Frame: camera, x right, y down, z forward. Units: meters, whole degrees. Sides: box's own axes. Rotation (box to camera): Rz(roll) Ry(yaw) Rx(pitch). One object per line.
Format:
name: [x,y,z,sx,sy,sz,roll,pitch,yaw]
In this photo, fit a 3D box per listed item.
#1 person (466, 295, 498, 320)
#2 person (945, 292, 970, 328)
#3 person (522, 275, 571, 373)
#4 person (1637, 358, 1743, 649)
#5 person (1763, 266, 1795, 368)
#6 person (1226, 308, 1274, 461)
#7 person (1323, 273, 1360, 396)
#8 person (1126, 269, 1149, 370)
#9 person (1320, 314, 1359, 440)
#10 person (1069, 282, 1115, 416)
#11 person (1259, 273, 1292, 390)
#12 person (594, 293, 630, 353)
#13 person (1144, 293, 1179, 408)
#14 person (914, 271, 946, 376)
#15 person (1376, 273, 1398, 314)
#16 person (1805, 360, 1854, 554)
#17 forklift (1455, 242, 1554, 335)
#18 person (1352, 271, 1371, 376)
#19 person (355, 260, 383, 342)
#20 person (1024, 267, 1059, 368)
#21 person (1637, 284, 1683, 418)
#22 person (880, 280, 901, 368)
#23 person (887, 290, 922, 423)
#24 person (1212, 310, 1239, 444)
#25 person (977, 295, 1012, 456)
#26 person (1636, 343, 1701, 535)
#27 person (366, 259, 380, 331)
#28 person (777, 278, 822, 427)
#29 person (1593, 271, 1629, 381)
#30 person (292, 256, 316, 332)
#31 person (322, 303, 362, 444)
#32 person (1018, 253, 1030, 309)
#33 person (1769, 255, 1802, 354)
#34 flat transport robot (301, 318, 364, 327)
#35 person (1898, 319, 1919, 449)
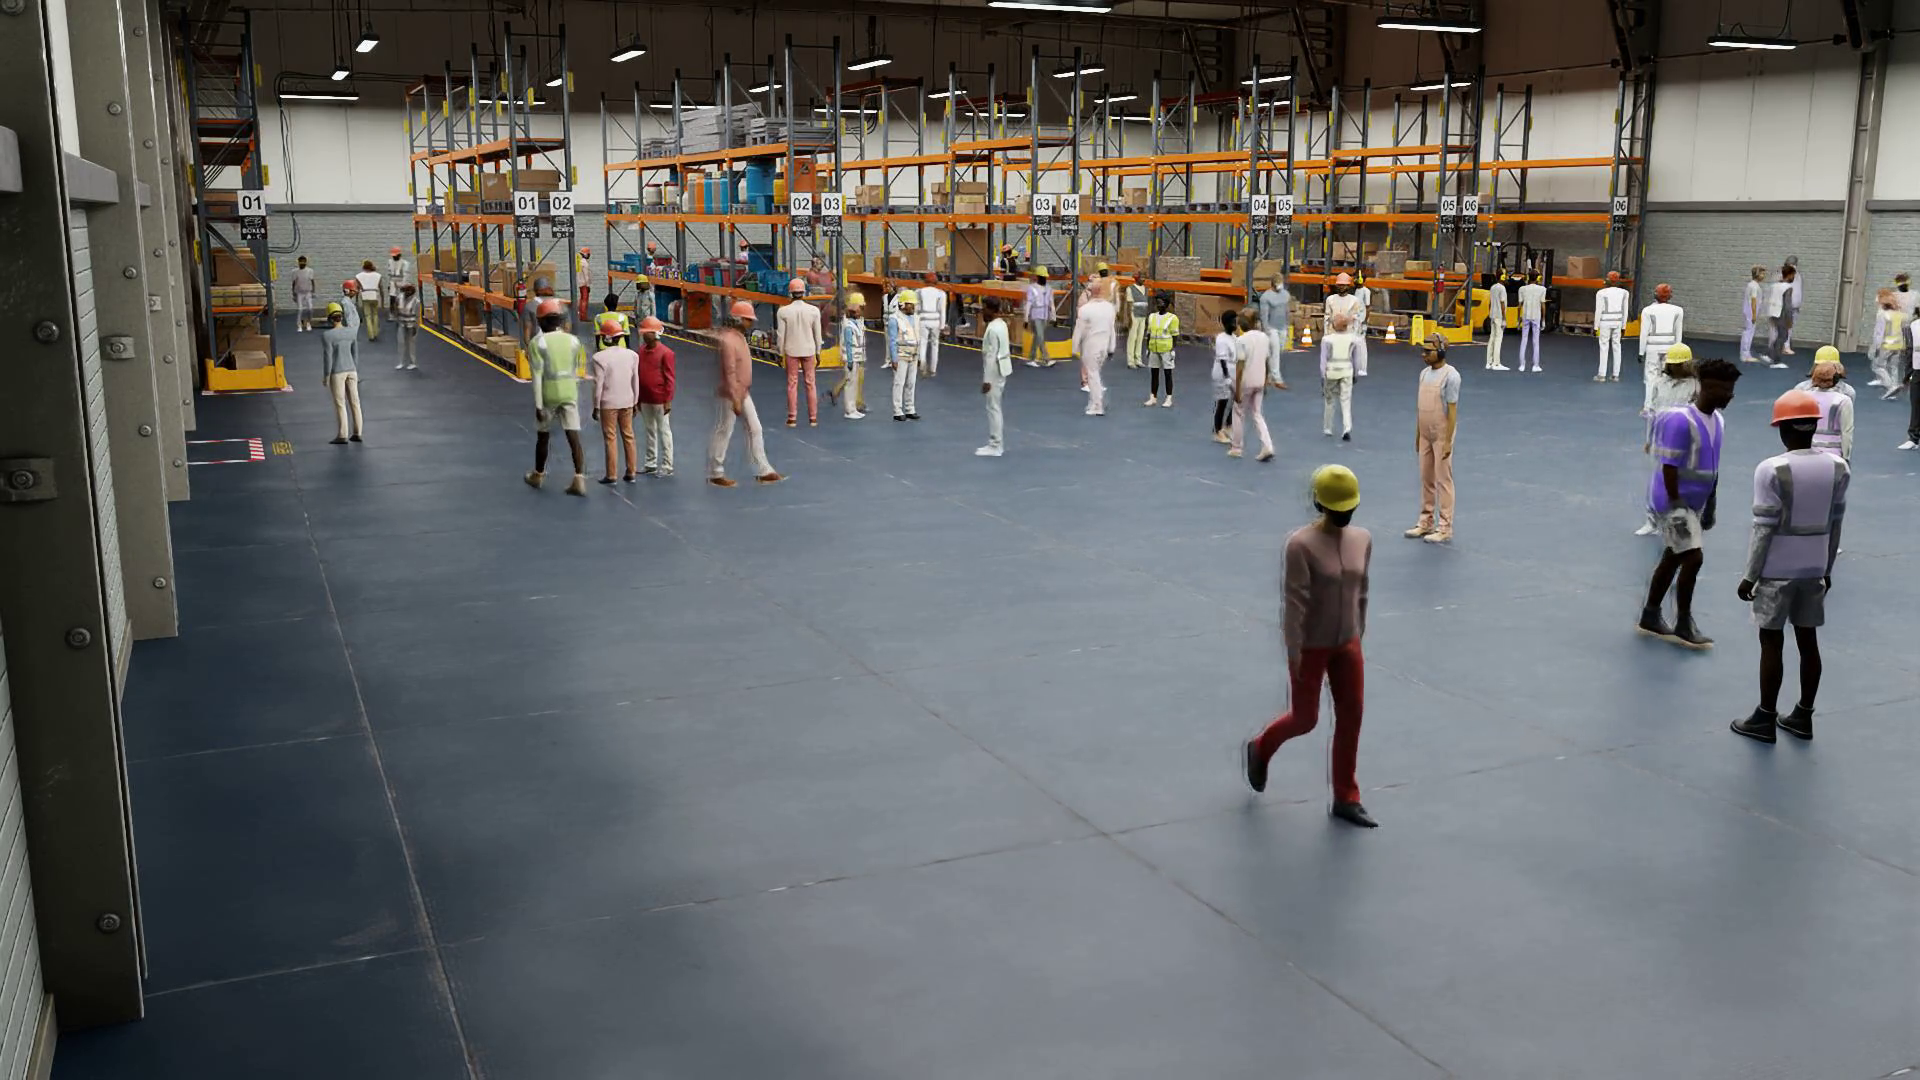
person: [-12.877,-6.772,44.342,0.976,1.889,0.572,2,11,11]
person: [-0.110,-6.171,41.494,0.593,1.815,0.991,6,13,30]
person: [-5.831,-2.763,23.572,0.708,2.000,0.741,-9,14,-39]
person: [4.886,-0.242,11.043,0.633,1.925,0.737,-9,14,-39]
person: [15.300,-4.140,30.924,0.457,1.899,0.614,1,11,3]
person: [3.371,-1.807,19.363,0.560,1.787,0.760,-7,13,-30]
person: [5.991,-3.226,26.176,0.545,1.942,0.354,5,12,22]
person: [3.279,-4.082,30.793,0.389,1.838,0.563,10,15,41]
person: [4.867,-2.097,21.315,0.520,1.599,0.860,0,11,1]
person: [1.844,-2.735,23.811,0.670,1.881,0.706,-9,14,-38]
person: [5.243,-3.434,27.373,0.673,1.910,0.779,-6,13,-30]
person: [-5.144,-2.798,24.635,0.554,1.695,0.317,1,11,4]
person: [2.992,-2.814,24.709,0.532,1.697,0.319,9,14,37]
person: [-0.536,-3.780,29.205,0.603,1.863,0.754,0,11,2]
person: [11.430,-6.711,44.268,0.866,1.796,0.596,11,15,43]
person: [7.282,-0.695,14.084,0.308,1.641,0.514,-8,13,-34]
forklift: [13.047,-6.049,39.881,2.313,2.155,1.214,-5,12,-23]
person: [7.085,-3.845,29.529,0.329,1.865,0.518,-2,11,-11]
person: [-13.356,-5.399,37.550,0.597,1.802,0.901,-6,13,-30]
person: [1.551,-4.129,30.919,0.615,1.873,0.968,-9,14,-39]
person: [9.854,-2.657,23.440,0.575,1.882,0.360,1,11,3]
person: [-1.251,-3.990,30.833,0.524,1.639,0.308,8,14,34]
person: [-0.741,-2.537,22.972,0.403,1.826,0.591,9,14,38]
person: [3.358,-2.027,20.746,0.403,1.676,0.542,7,13,33]
person: [0.409,-1.957,19.815,0.417,1.912,0.604,2,11,9]
person: [6.307,-0.873,14.733,0.302,1.741,0.485,-10,15,-42]
person: [-14.387,-5.977,40.663,0.290,1.745,0.487,-4,12,-19]
person: [-2.171,-2.529,22.494,0.609,1.997,0.374,-3,11,-13]
person: [11.156,-3.663,28.551,0.574,1.882,0.358,-1,11,-5]
person: [-15.965,-5.980,40.423,0.553,1.843,0.467,-6,13,-29]
person: [-7.756,-2.080,20.821,0.328,1.762,0.523,6,13,29]
person: [2.001,-7.654,49.234,0.570,1.719,0.806,0,11,0]
person: [16.855,-4.789,33.867,0.674,2.000,0.537,-3,12,-17]
flat transport robot: [-15.872,-5.492,41.954,1.431,0.197,0.652,0,11,2]
person: [11.740,-2.020,20.138,0.397,1.911,0.587,-6,12,-26]
